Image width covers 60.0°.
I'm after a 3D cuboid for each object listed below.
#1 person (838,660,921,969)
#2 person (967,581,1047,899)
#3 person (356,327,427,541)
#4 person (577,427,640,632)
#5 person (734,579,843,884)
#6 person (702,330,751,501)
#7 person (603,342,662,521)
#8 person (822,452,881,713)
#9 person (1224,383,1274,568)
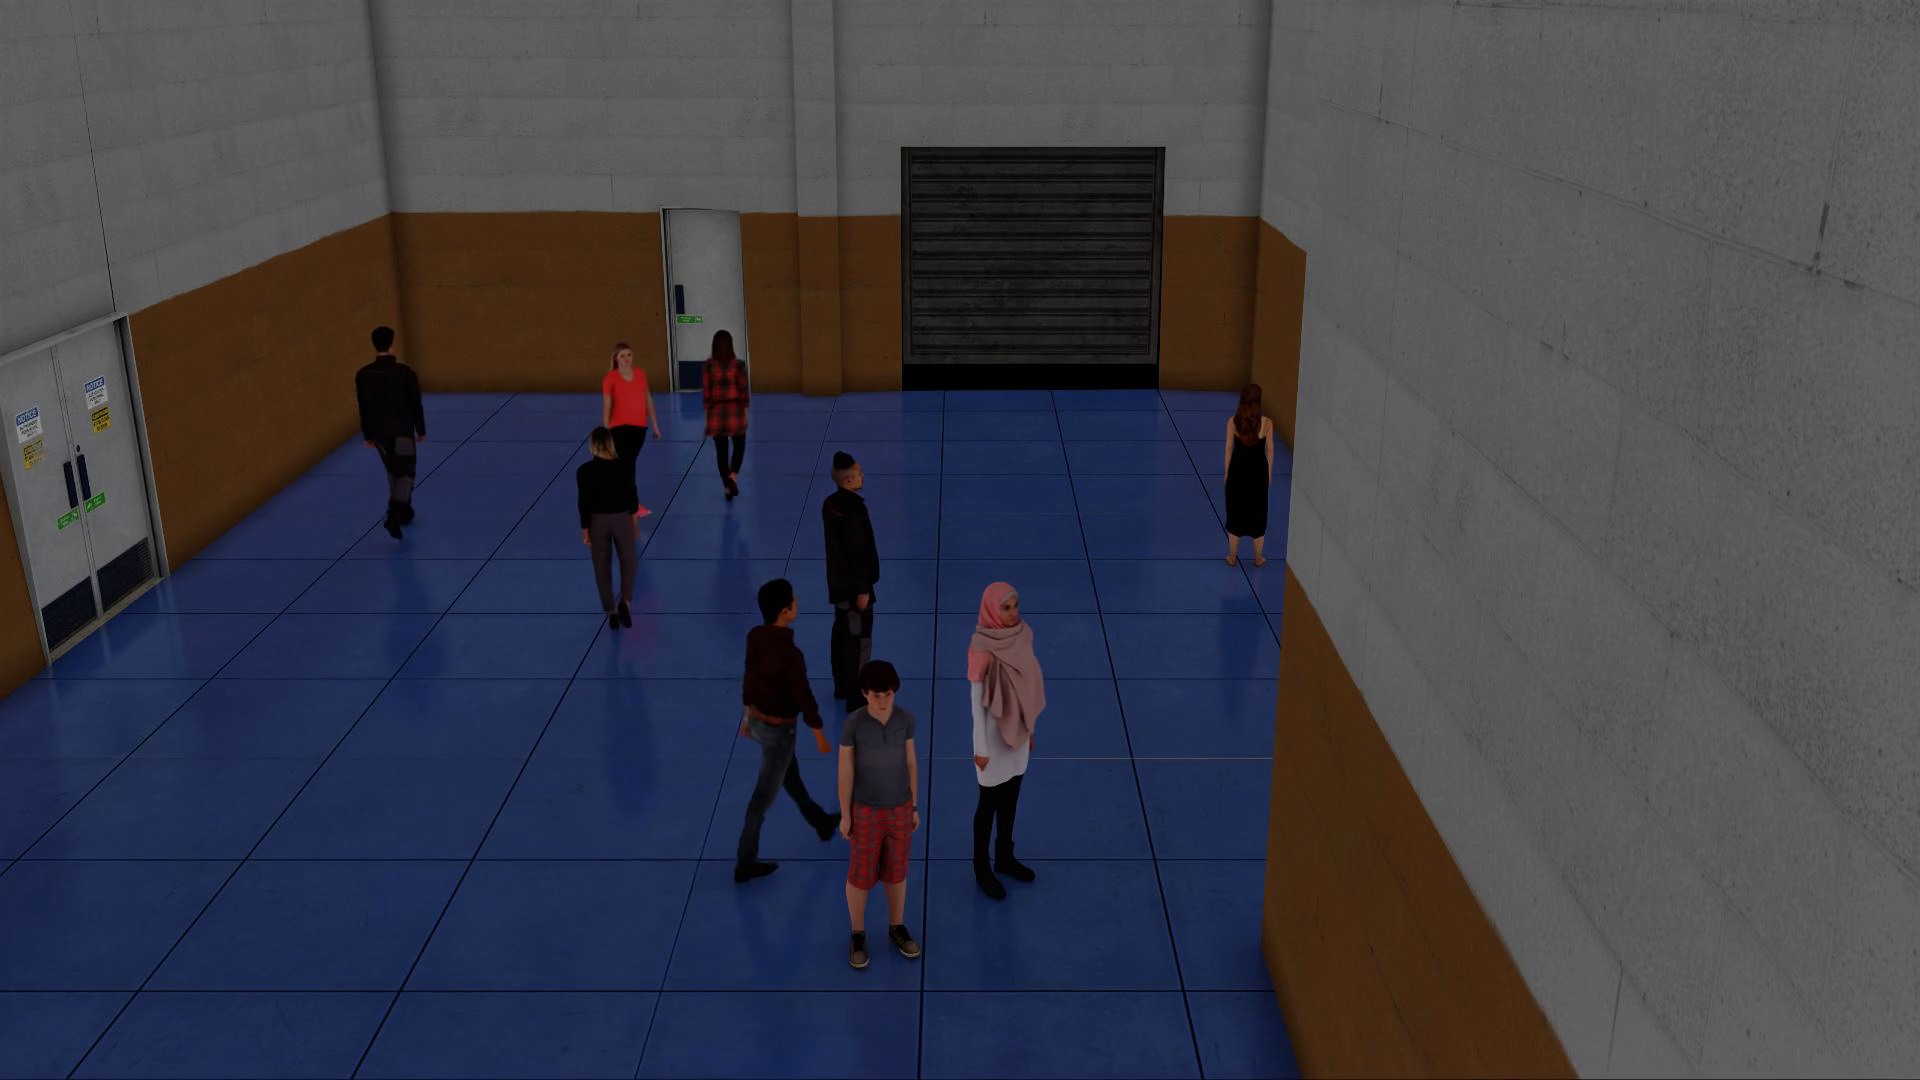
[{"bbox_3d":[-0.416,1.382,8.582,0.569,1.651,0.702,-6,20,-18],"label":"person"},{"bbox_3d":[0.229,1.089,9.234,0.791,1.803,0.737,17,25,40],"label":"person"},{"bbox_3d":[-5.166,-0.942,15.102,1.142,1.902,0.787,-1,19,-2],"label":"person"},{"bbox_3d":[-2.681,-0.038,12.798,0.753,1.662,0.766,-5,19,-14],"label":"person"},{"bbox_3d":[-1.113,1.105,9.287,1.196,1.739,1.066,-13,23,-33],"label":"person"},{"bbox_3d":[-2.282,-1.173,16.115,0.706,1.693,0.670,0,19,-1],"label":"person"},{"bbox_3d":[-3.201,-1.057,15.831,1.046,1.655,1.072,-16,25,-40],"label":"person"},{"bbox_3d":[-0.763,0.263,11.557,0.761,1.861,0.839,-7,20,-19],"label":"person"},{"bbox_3d":[2.492,-0.563,14.415,0.552,1.624,0.662,4,19,11],"label":"person"}]
